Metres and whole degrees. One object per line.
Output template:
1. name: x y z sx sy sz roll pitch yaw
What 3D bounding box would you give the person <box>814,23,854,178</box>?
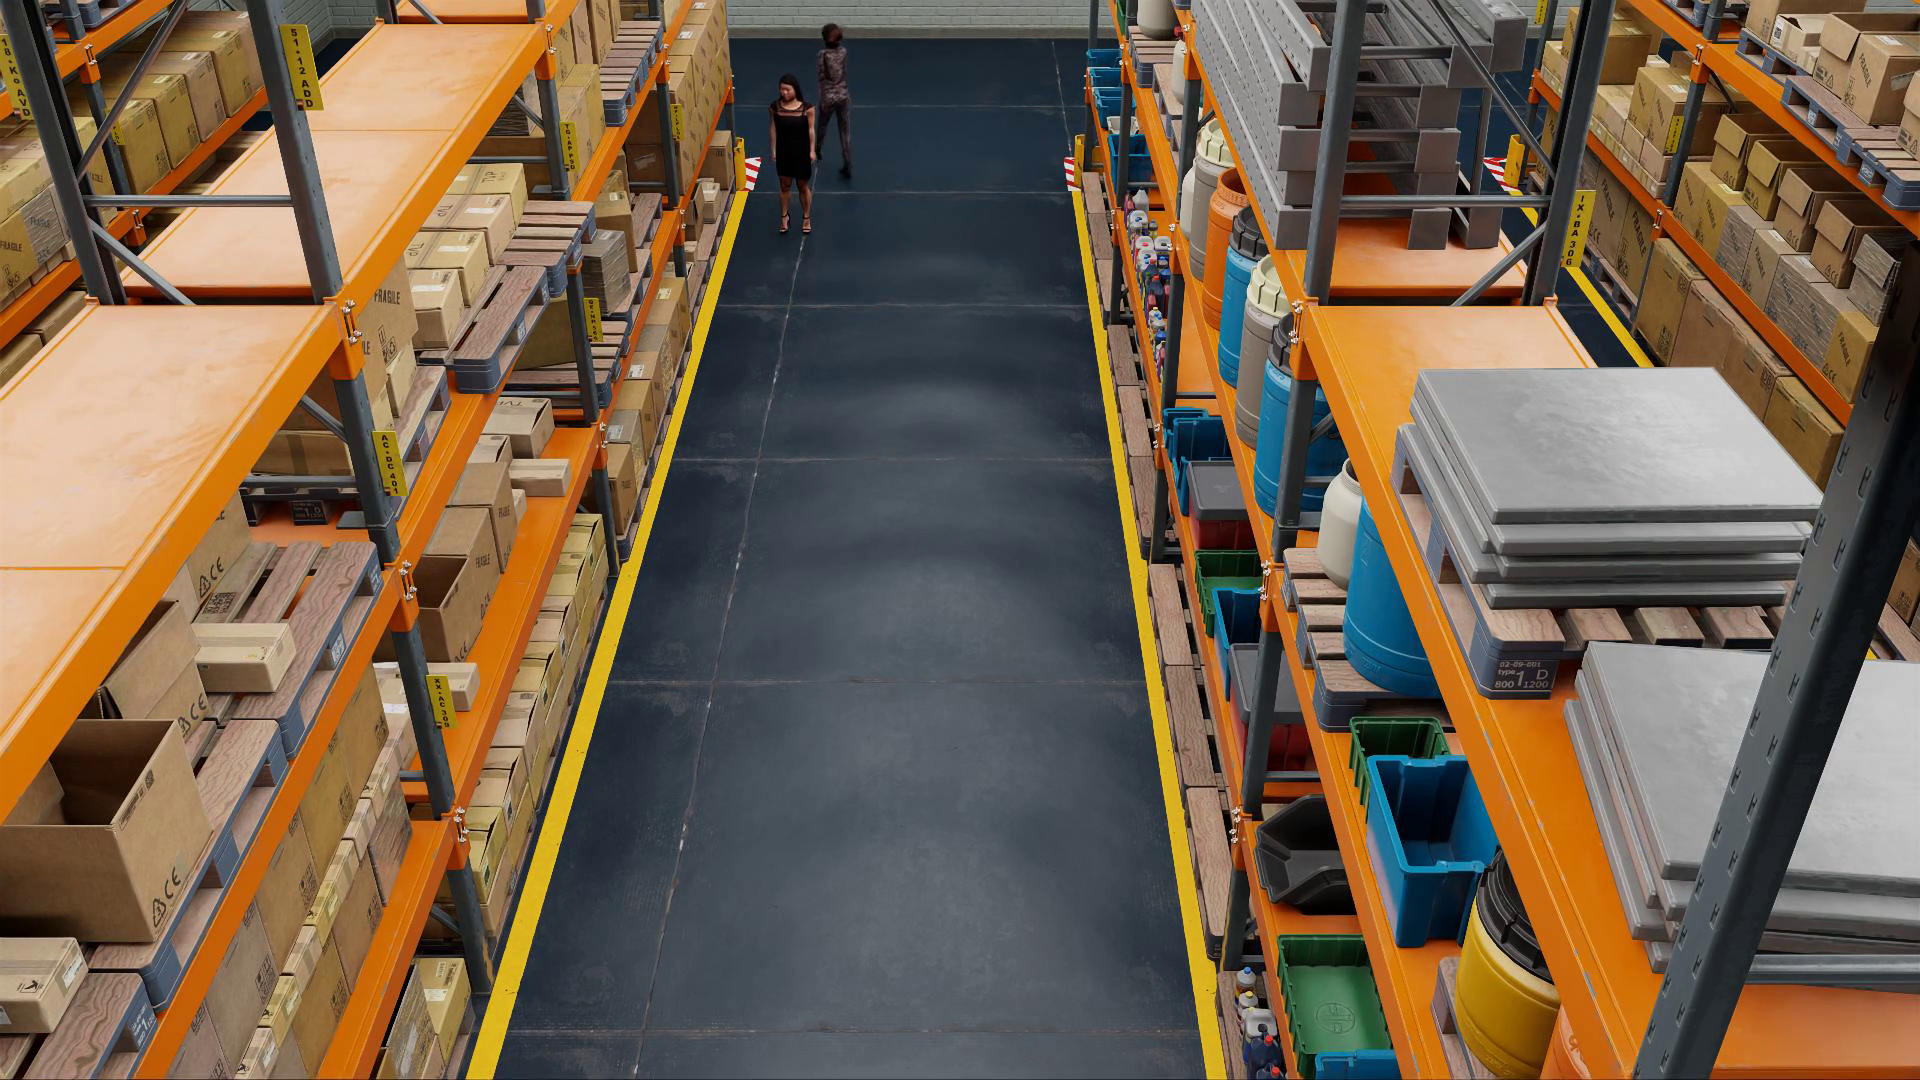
1. person: -1.370 -4.947 18.862 0.932 1.671 1.186 -17 37 -24

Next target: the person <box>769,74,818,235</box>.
1. person: -1.745 -4.036 17.419 0.671 1.717 0.638 4 33 7
